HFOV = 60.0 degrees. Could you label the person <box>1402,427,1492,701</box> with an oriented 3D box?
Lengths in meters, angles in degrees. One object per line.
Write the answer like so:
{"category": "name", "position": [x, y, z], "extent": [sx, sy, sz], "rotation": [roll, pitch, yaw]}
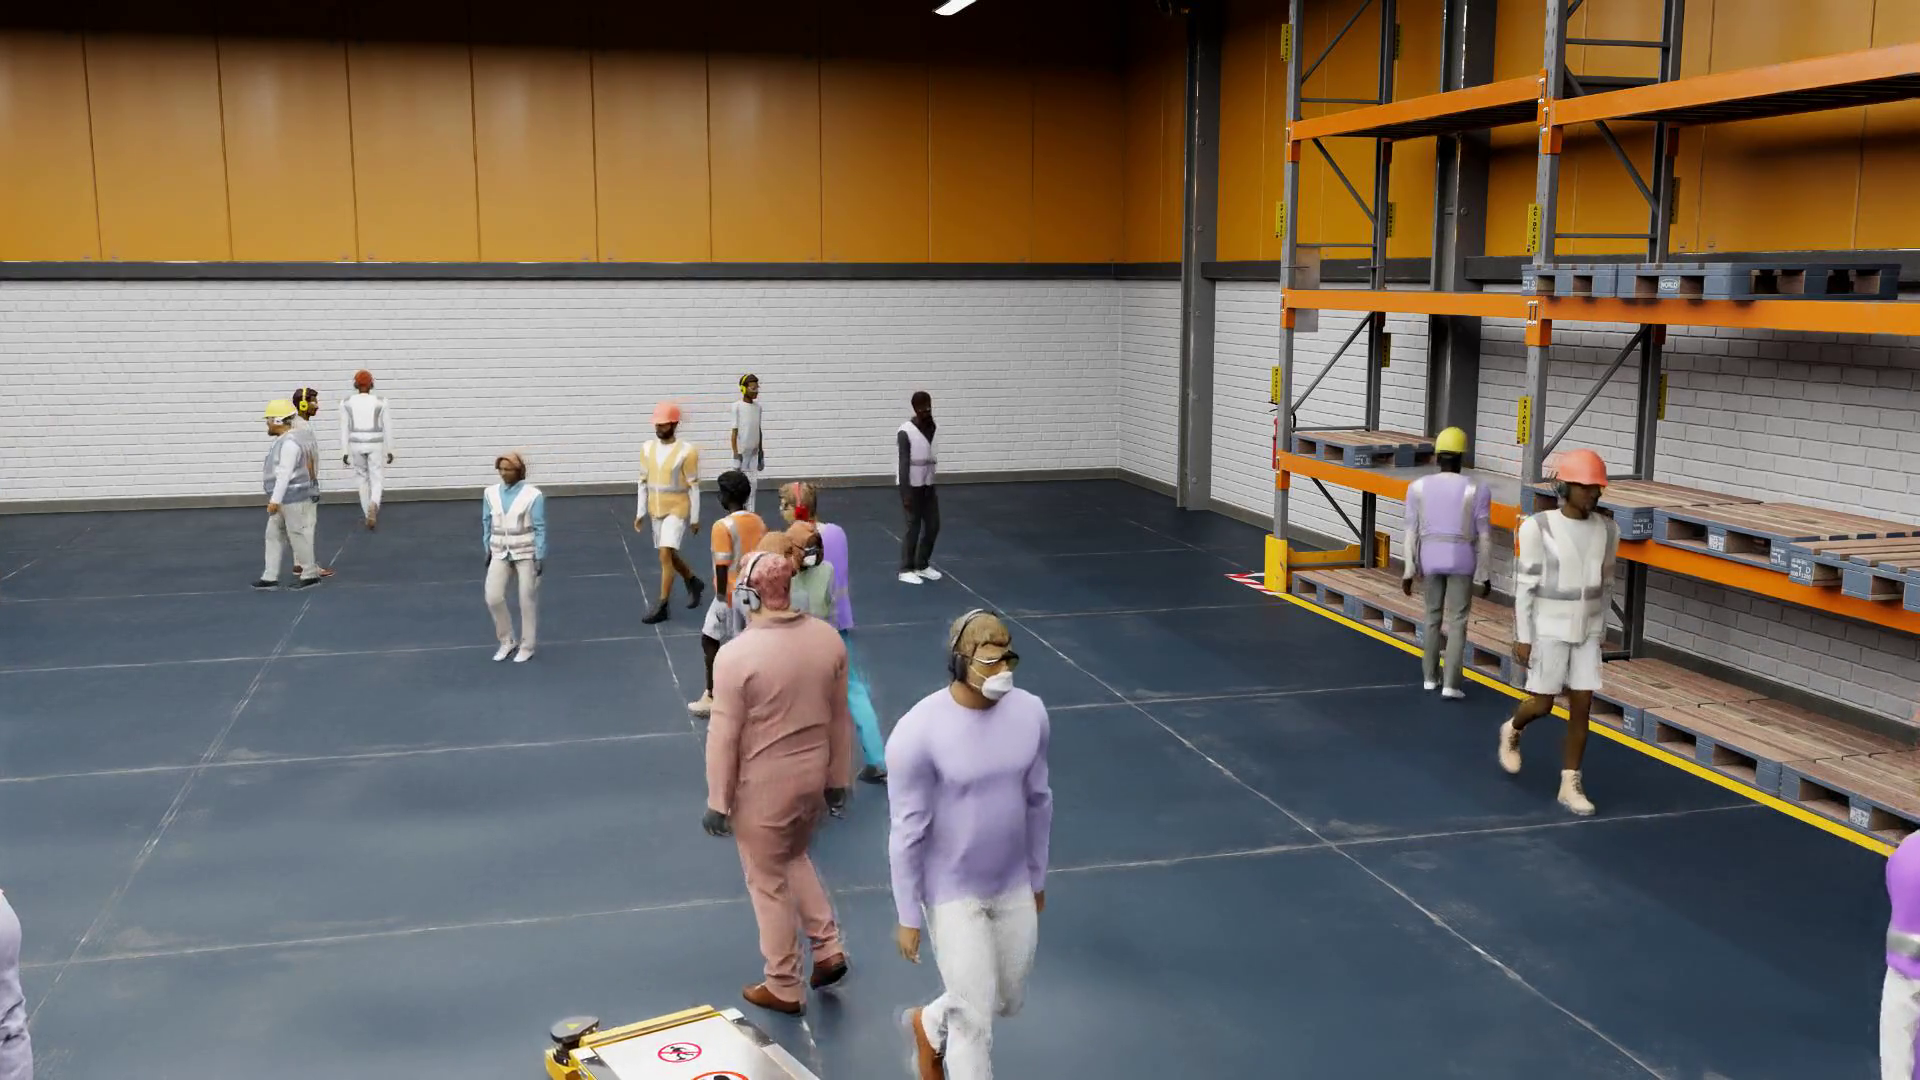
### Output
{"category": "person", "position": [3.439, 0.162, 11.749], "extent": [0.599, 1.937, 0.484], "rotation": [6, 11, 32]}

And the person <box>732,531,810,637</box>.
{"category": "person", "position": [-1.045, 0.765, 8.907], "extent": [0.511, 1.615, 0.446], "rotation": [5, 10, 27]}

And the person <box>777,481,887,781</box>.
{"category": "person", "position": [-0.826, 0.535, 9.802], "extent": [1.017, 1.787, 0.598], "rotation": [8, 12, 40]}

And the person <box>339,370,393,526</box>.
{"category": "person", "position": [-6.980, -1.069, 19.565], "extent": [0.582, 1.861, 0.752], "rotation": [-2, 9, -11]}

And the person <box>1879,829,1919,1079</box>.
{"category": "person", "position": [2.617, 1.340, 4.298], "extent": [0.577, 1.925, 0.447], "rotation": [-3, 10, -17]}

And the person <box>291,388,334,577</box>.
{"category": "person", "position": [-6.442, -0.565, 16.397], "extent": [0.313, 1.864, 0.530], "rotation": [-7, 12, -38]}

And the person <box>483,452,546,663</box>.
{"category": "person", "position": [-3.415, 0.144, 12.687], "extent": [0.538, 1.623, 0.433], "rotation": [2, 9, 12]}

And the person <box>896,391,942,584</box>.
{"category": "person", "position": [-0.415, -0.497, 15.929], "extent": [0.494, 1.874, 0.615], "rotation": [8, 12, 40]}

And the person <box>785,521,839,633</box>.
{"category": "person", "position": [-0.892, 0.671, 9.452], "extent": [0.532, 1.605, 0.382], "rotation": [-7, 11, -37]}

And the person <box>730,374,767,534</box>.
{"category": "person", "position": [-2.406, -0.949, 18.826], "extent": [0.349, 1.860, 0.507], "rotation": [7, 11, 36]}

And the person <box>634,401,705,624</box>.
{"category": "person", "position": [-2.489, -0.269, 14.452], "extent": [0.541, 1.911, 0.926], "rotation": [5, 10, 27]}

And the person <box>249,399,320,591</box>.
{"category": "person", "position": [-6.350, -0.408, 15.592], "extent": [0.606, 1.798, 0.638], "rotation": [-6, 11, -32]}

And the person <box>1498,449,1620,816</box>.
{"category": "person", "position": [3.362, 0.481, 9.347], "extent": [0.607, 2.030, 0.696], "rotation": [-1, 9, -9]}

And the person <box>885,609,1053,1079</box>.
{"category": "person", "position": [0.002, 1.148, 5.569], "extent": [0.636, 1.916, 0.777], "rotation": [-7, 11, -36]}

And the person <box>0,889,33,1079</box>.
{"category": "person", "position": [-2.487, 1.454, 3.867], "extent": [0.627, 1.845, 0.429], "rotation": [-7, 11, -36]}

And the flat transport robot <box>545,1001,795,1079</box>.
{"category": "flat transport robot", "position": [-0.875, 1.939, 5.728], "extent": [0.652, 0.197, 1.431], "rotation": [-6, 11, -32]}

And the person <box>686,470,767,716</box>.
{"category": "person", "position": [-1.561, 0.367, 11.144], "extent": [0.672, 1.670, 0.559], "rotation": [5, 11, 30]}

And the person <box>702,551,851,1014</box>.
{"category": "person", "position": [-0.756, 0.980, 6.681], "extent": [0.416, 1.891, 0.636], "rotation": [8, 12, 39]}
